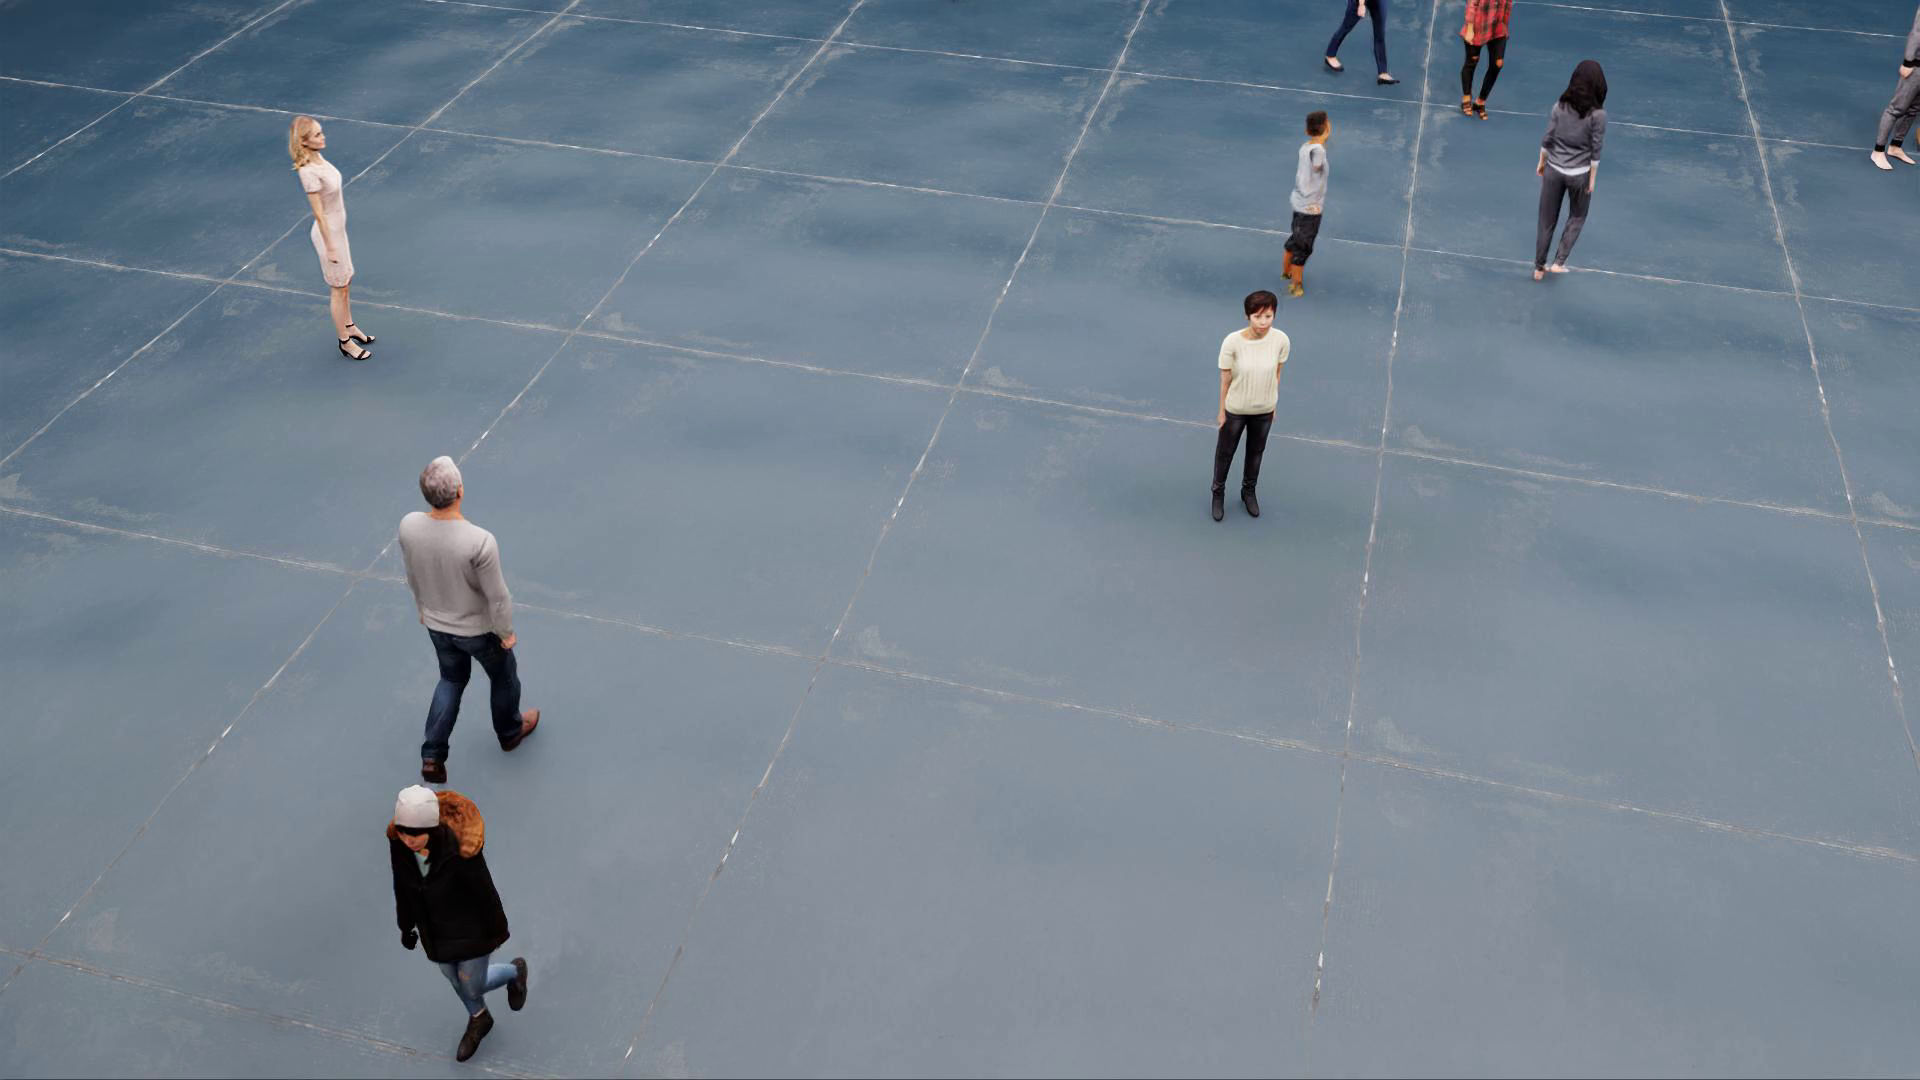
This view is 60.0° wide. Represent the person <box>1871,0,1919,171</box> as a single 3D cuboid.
[{"bbox_3d":[8.340,-4.150,14.366,0.761,1.842,0.779,-14,40,-17],"label":"person"}]

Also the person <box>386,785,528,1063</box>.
[{"bbox_3d":[-2.151,1.587,7.209,0.644,1.625,0.719,12,40,15],"label":"person"}]

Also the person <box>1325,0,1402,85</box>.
[{"bbox_3d":[3.815,-5.211,15.862,1.132,1.671,1.106,-25,45,-29],"label":"person"}]

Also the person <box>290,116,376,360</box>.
[{"bbox_3d":[-4.476,-2.149,11.819,0.705,1.829,0.568,-5,38,-6],"label":"person"}]

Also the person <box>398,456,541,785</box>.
[{"bbox_3d":[-2.547,0.478,8.414,0.774,1.888,1.072,13,40,16],"label":"person"}]

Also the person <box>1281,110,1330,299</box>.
[{"bbox_3d":[2.651,-2.595,12.707,0.803,1.437,0.578,4,38,6],"label":"person"}]

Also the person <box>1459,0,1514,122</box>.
[{"bbox_3d":[4.772,-4.705,15.202,0.725,1.687,0.753,-4,38,-5],"label":"person"}]

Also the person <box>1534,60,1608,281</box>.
[{"bbox_3d":[4.591,-2.747,12.646,0.703,1.752,0.701,22,43,26],"label":"person"}]

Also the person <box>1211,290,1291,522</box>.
[{"bbox_3d":[1.788,-0.834,10.334,0.652,1.587,0.615,-5,38,-6],"label":"person"}]
